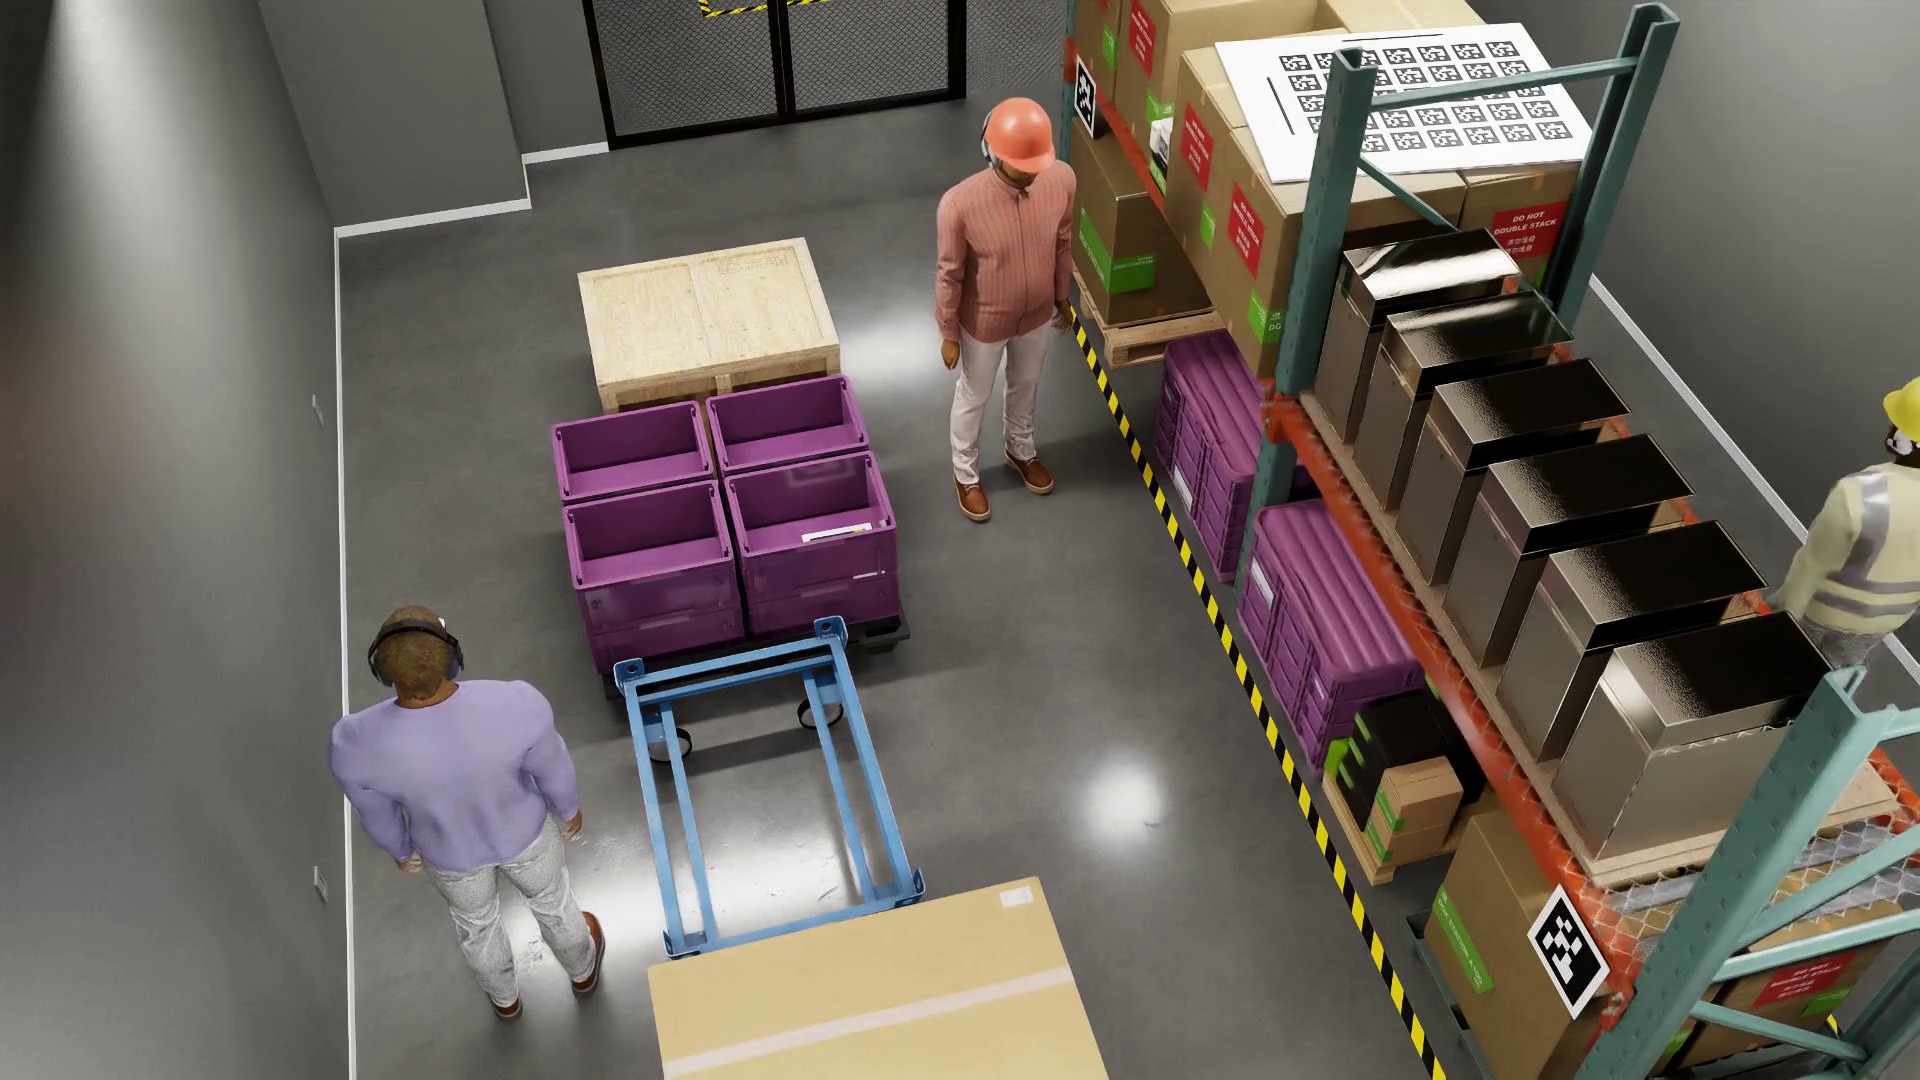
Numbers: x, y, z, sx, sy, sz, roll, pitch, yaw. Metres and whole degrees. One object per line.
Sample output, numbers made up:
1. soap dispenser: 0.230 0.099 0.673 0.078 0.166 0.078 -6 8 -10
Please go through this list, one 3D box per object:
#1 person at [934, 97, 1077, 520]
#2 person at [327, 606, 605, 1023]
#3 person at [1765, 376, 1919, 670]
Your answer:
1. person: 0.196 -0.908 6.684 0.622 1.990 0.399 -22 51 -19
2. person: -1.462 0.874 5.084 0.630 1.940 0.373 -13 49 -12
3. person: 3.119 0.159 5.825 0.611 1.813 0.424 -2 47 -2
